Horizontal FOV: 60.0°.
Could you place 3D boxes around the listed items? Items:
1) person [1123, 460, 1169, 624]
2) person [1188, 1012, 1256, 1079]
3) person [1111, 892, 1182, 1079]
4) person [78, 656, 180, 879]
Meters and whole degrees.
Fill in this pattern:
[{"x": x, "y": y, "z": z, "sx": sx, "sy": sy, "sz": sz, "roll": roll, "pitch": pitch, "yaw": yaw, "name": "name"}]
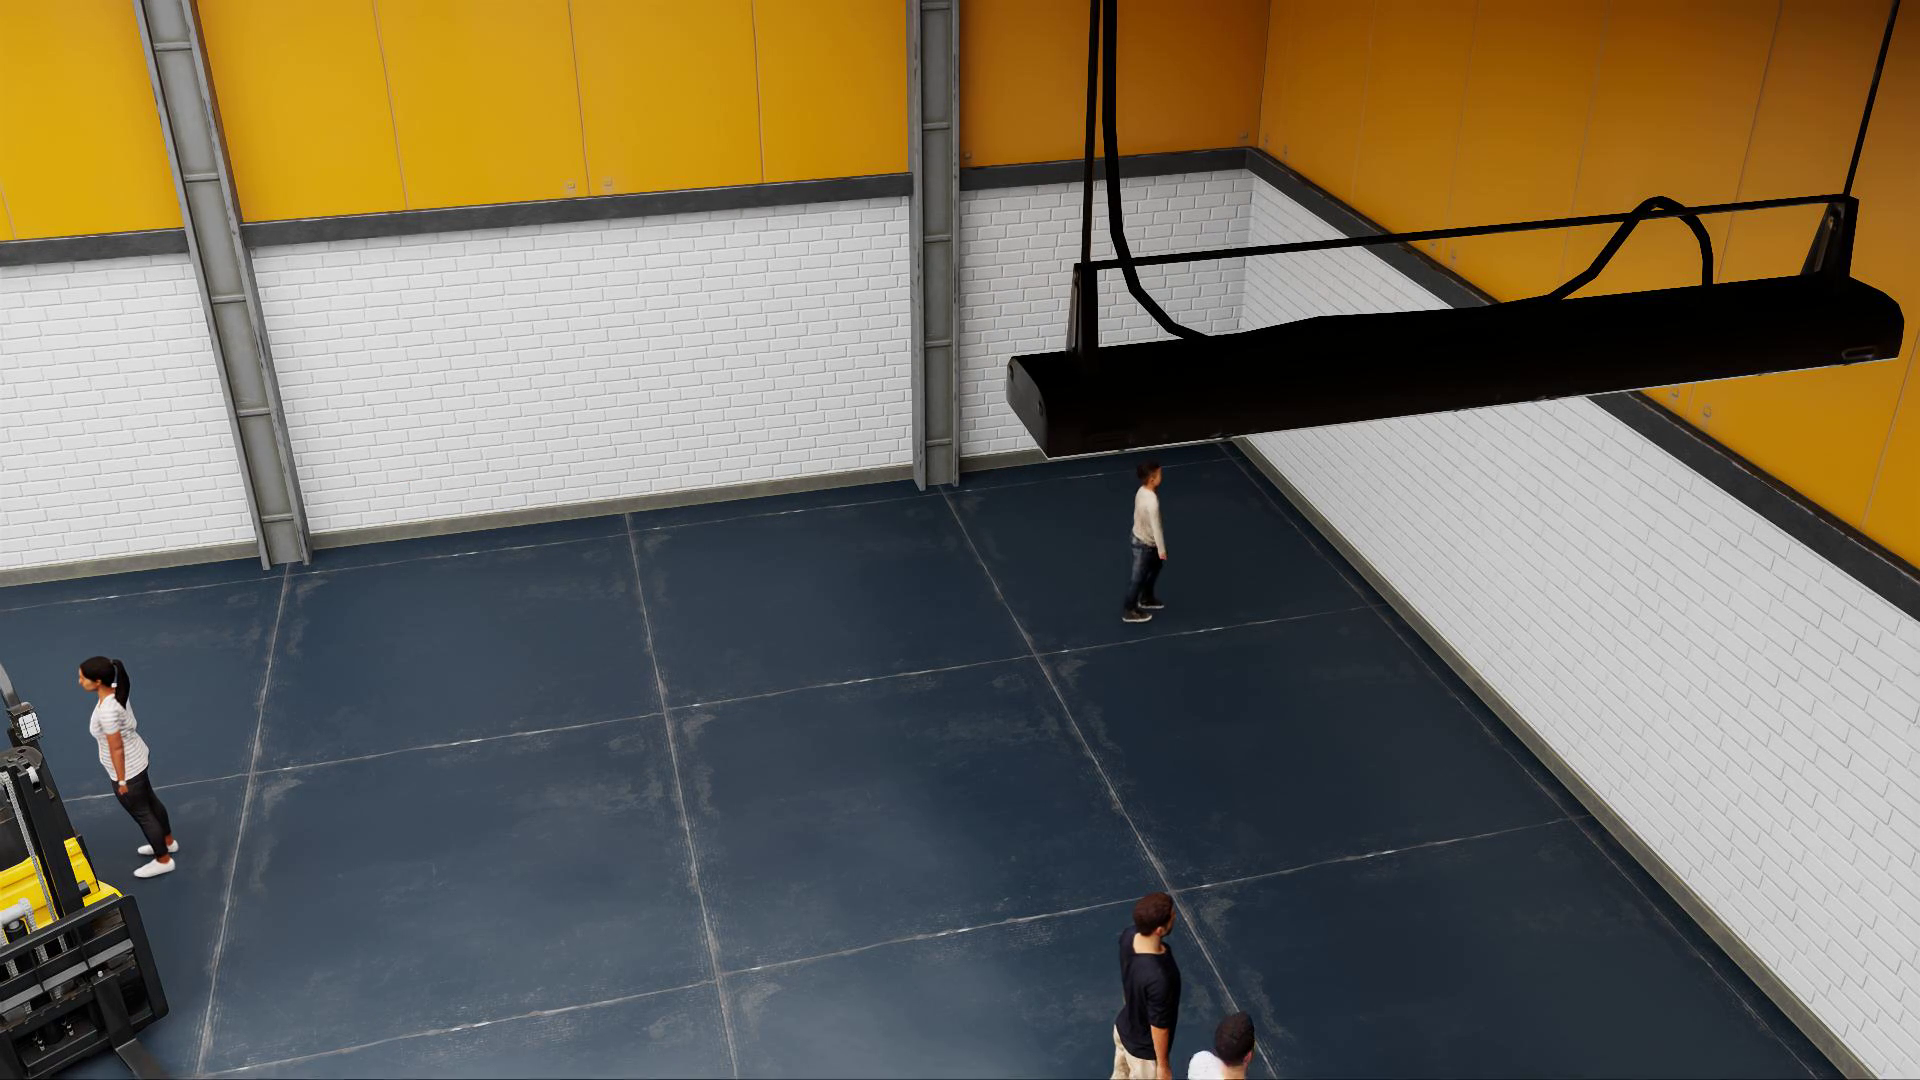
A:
[{"x": 1.450, "y": 0.028, "z": 13.668, "sx": 0.663, "sy": 1.450, "sz": 0.604, "roll": -1, "pitch": 29, "yaw": -2, "name": "person"}, {"x": 1.124, "y": 3.000, "z": 7.820, "sx": 0.664, "sy": 1.834, "sz": 0.756, "roll": -11, "pitch": 30, "yaw": -19, "name": "person"}, {"x": 0.938, "y": 2.570, "z": 8.589, "sx": 0.537, "sy": 1.852, "sz": 0.629, "roll": -8, "pitch": 30, "yaw": -14, "name": "person"}, {"x": -5.418, "y": 1.456, "z": 10.850, "sx": 0.513, "sy": 1.642, "sz": 0.567, "roll": -9, "pitch": 30, "yaw": -17, "name": "person"}]
